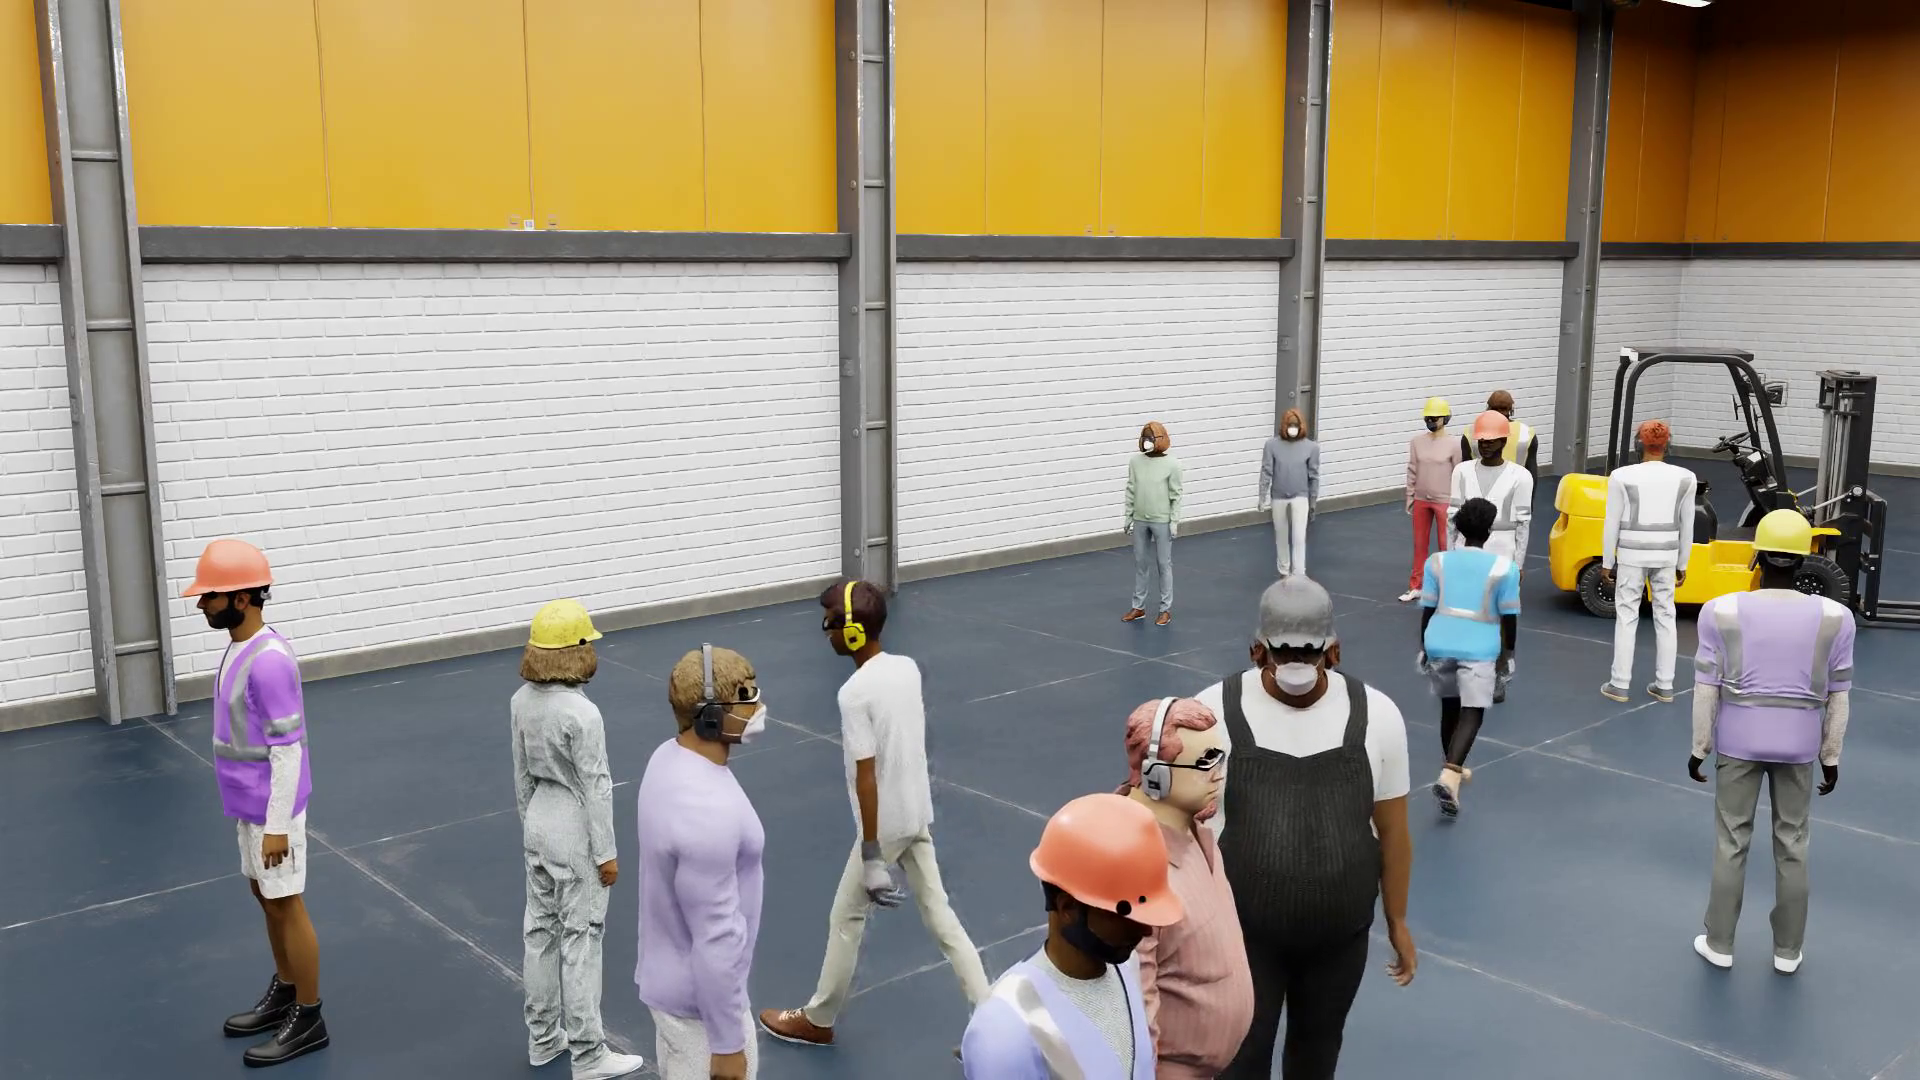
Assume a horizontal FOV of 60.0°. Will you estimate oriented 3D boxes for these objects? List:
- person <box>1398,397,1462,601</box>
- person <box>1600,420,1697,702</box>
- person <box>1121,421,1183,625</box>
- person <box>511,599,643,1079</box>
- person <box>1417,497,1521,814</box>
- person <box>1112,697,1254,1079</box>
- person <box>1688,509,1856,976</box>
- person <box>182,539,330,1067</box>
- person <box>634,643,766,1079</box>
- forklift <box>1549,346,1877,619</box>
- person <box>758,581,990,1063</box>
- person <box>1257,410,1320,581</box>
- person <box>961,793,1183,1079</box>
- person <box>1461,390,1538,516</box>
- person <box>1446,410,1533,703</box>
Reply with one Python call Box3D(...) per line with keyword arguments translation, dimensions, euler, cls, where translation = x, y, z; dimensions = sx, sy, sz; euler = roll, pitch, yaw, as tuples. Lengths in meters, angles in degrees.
Box3D(translation=(4.001, -0.325, 14.046), dimensions=(0.526, 1.769, 0.328), euler=(10, 14, 44), cls="person")
Box3D(translation=(4.544, 0.143, 11.004), dimensions=(0.571, 1.877, 0.353), euler=(1, 10, 3), cls="person")
Box3D(translation=(1.539, -0.137, 13.334), dimensions=(0.499, 1.633, 0.285), euler=(7, 12, 34), cls="person")
Box3D(translation=(-1.394, 1.068, 5.955), dimensions=(0.487, 1.744, 0.294), euler=(8, 13, 39), cls="person")
Box3D(translation=(2.678, 0.606, 8.899), dimensions=(0.541, 1.660, 0.832), euler=(7, 12, 35), cls="person")
Box3D(translation=(0.505, 1.311, 4.060), dimensions=(0.409, 1.907, 0.651), euler=(3, 10, 17), cls="person")
Box3D(translation=(3.298, 0.830, 6.814), dimensions=(0.589, 1.927, 0.369), euler=(3, 10, 15), cls="person")
Box3D(translation=(-2.572, 0.951, 6.071), dimensions=(0.376, 1.936, 0.549), euler=(-6, 12, -33), cls="person")
Box3D(translation=(-0.681, 1.225, 4.468), dimensions=(0.374, 1.939, 0.628), euler=(-3, 10, -18), cls="person")
Box3D(translation=(6.109, -0.478, 13.691), dimensions=(2.313, 2.155, 1.214), euler=(3, 10, 16), cls="forklift")
Box3D(translation=(-0.253, 1.030, 6.015), dimensions=(0.985, 1.814, 0.606), euler=(5, 11, 29), cls="person")
Box3D(translation=(2.881, -0.337, 14.612), dimensions=(0.513, 1.599, 0.801), euler=(3, 10, 17), cls="person")
Box3D(translation=(0.242, 1.430, 3.296), dimensions=(0.373, 1.929, 0.542), euler=(6, 11, 30), cls="person")
Box3D(translation=(4.479, -0.334, 13.880), dimensions=(0.627, 1.844, 0.429), euler=(2, 10, 14), cls="person")
Box3D(translation=(3.476, 0.108, 11.009), dimensions=(0.544, 1.939, 0.354), euler=(6, 11, 32), cls="person")
